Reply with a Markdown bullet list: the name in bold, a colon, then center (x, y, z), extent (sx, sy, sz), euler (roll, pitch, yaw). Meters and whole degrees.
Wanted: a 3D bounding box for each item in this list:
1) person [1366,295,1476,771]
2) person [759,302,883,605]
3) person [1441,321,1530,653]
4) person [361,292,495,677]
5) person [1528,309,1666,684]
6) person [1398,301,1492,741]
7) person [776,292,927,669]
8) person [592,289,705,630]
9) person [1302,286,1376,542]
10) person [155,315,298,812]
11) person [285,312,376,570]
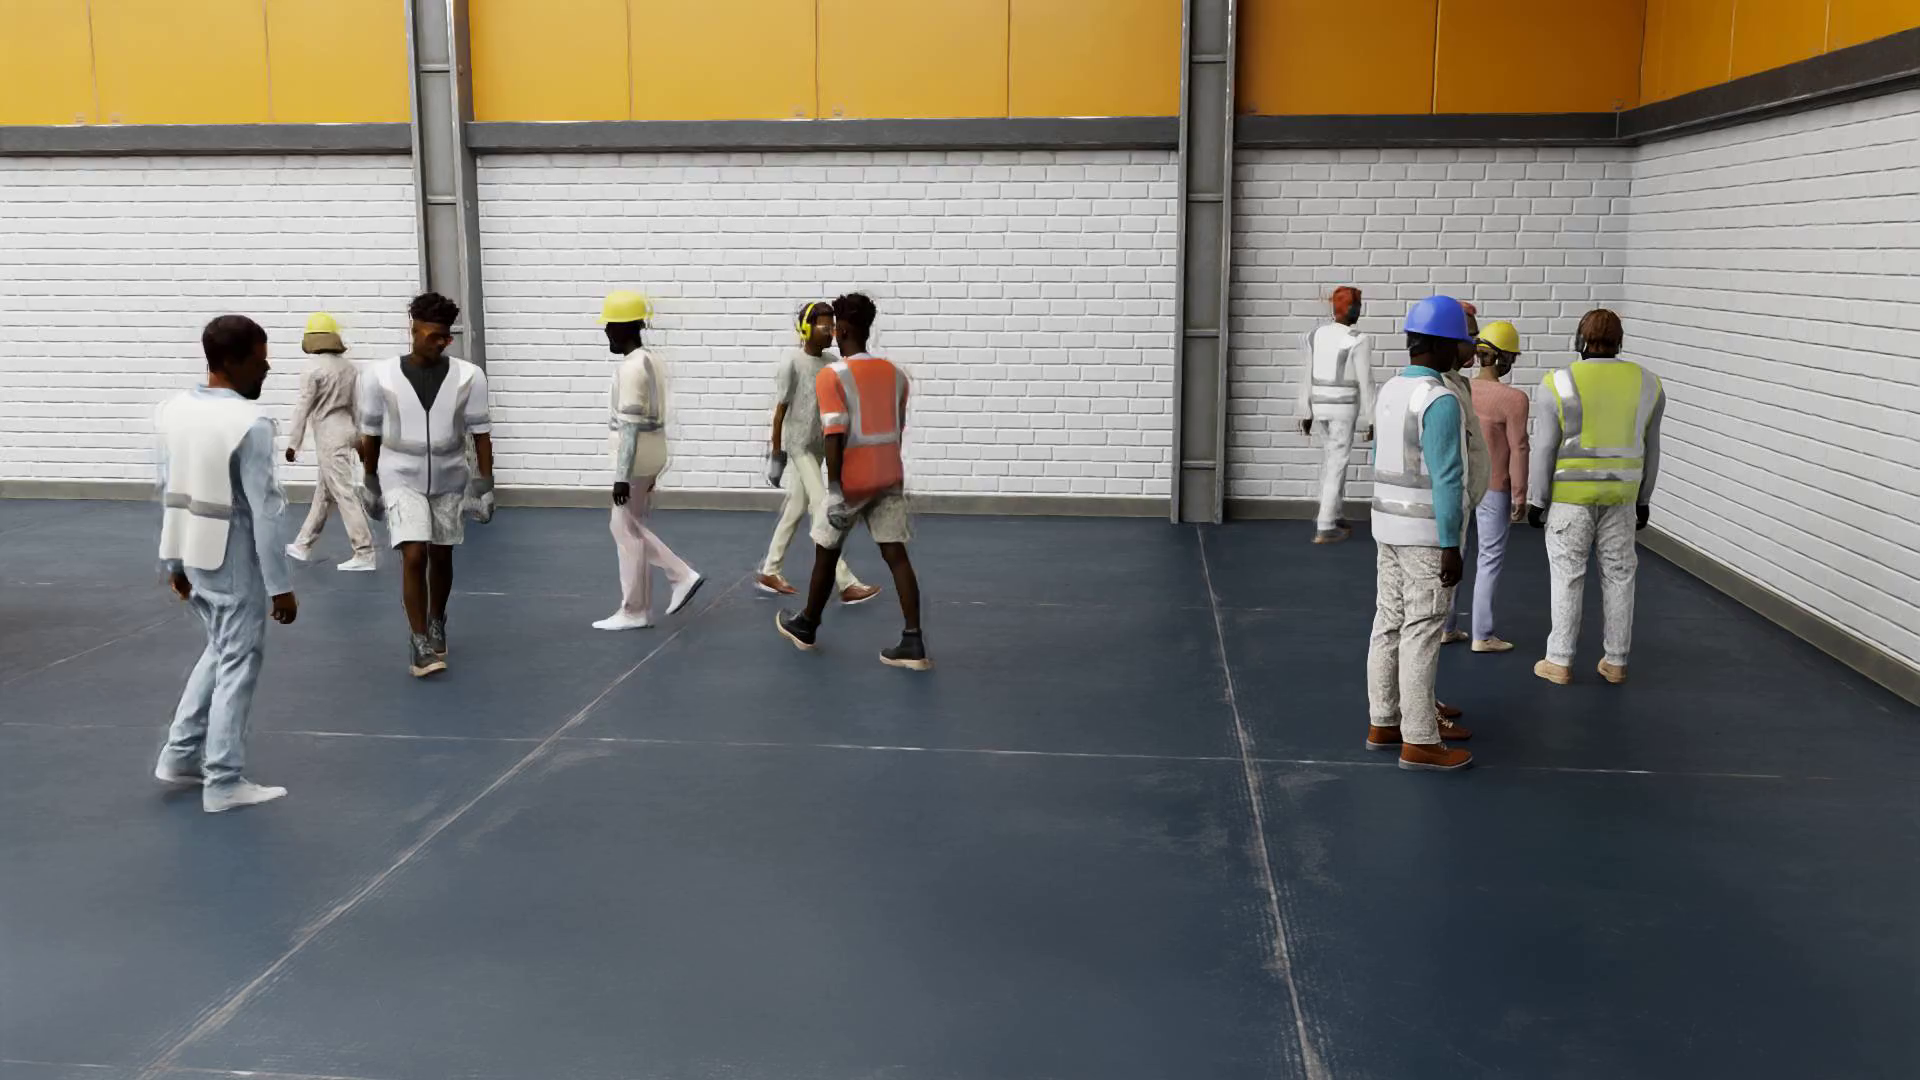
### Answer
- **person**: center (1.899, -0.030, 6.858), extent (0.391, 1.944, 0.603), euler (-2, 10, -12)
- **person**: center (-0.874, -0.527, 10.073), extent (0.977, 1.817, 0.504), euler (6, 11, 29)
- **person**: center (2.781, -0.274, 8.811), extent (0.339, 1.755, 0.531), euler (-8, 12, -37)
- **person**: center (-2.674, -0.283, 8.377), extent (0.635, 1.908, 0.941), euler (-5, 11, -25)
- **person**: center (3.090, -0.206, 8.163), extent (0.625, 1.843, 0.430), euler (0, 10, 0)
- **person**: center (2.118, -0.092, 7.322), extent (0.407, 1.906, 0.655), euler (2, 10, 11)
- **person**: center (-0.544, -0.315, 8.597), extent (0.627, 1.900, 1.022), euler (-9, 14, -43)
- **person**: center (-1.782, -0.433, 9.267), extent (0.520, 1.910, 0.593), euler (-1, 10, -5)
- **person**: center (2.838, -0.918, 12.170), extent (0.655, 1.860, 0.599), euler (-6, 12, -32)
- **person**: center (-2.791, 0.102, 6.313), extent (0.684, 1.884, 0.408), euler (8, 12, 37)
- **person**: center (-4.275, -0.648, 11.068), extent (0.836, 1.700, 0.496), euler (2, 10, 13)
